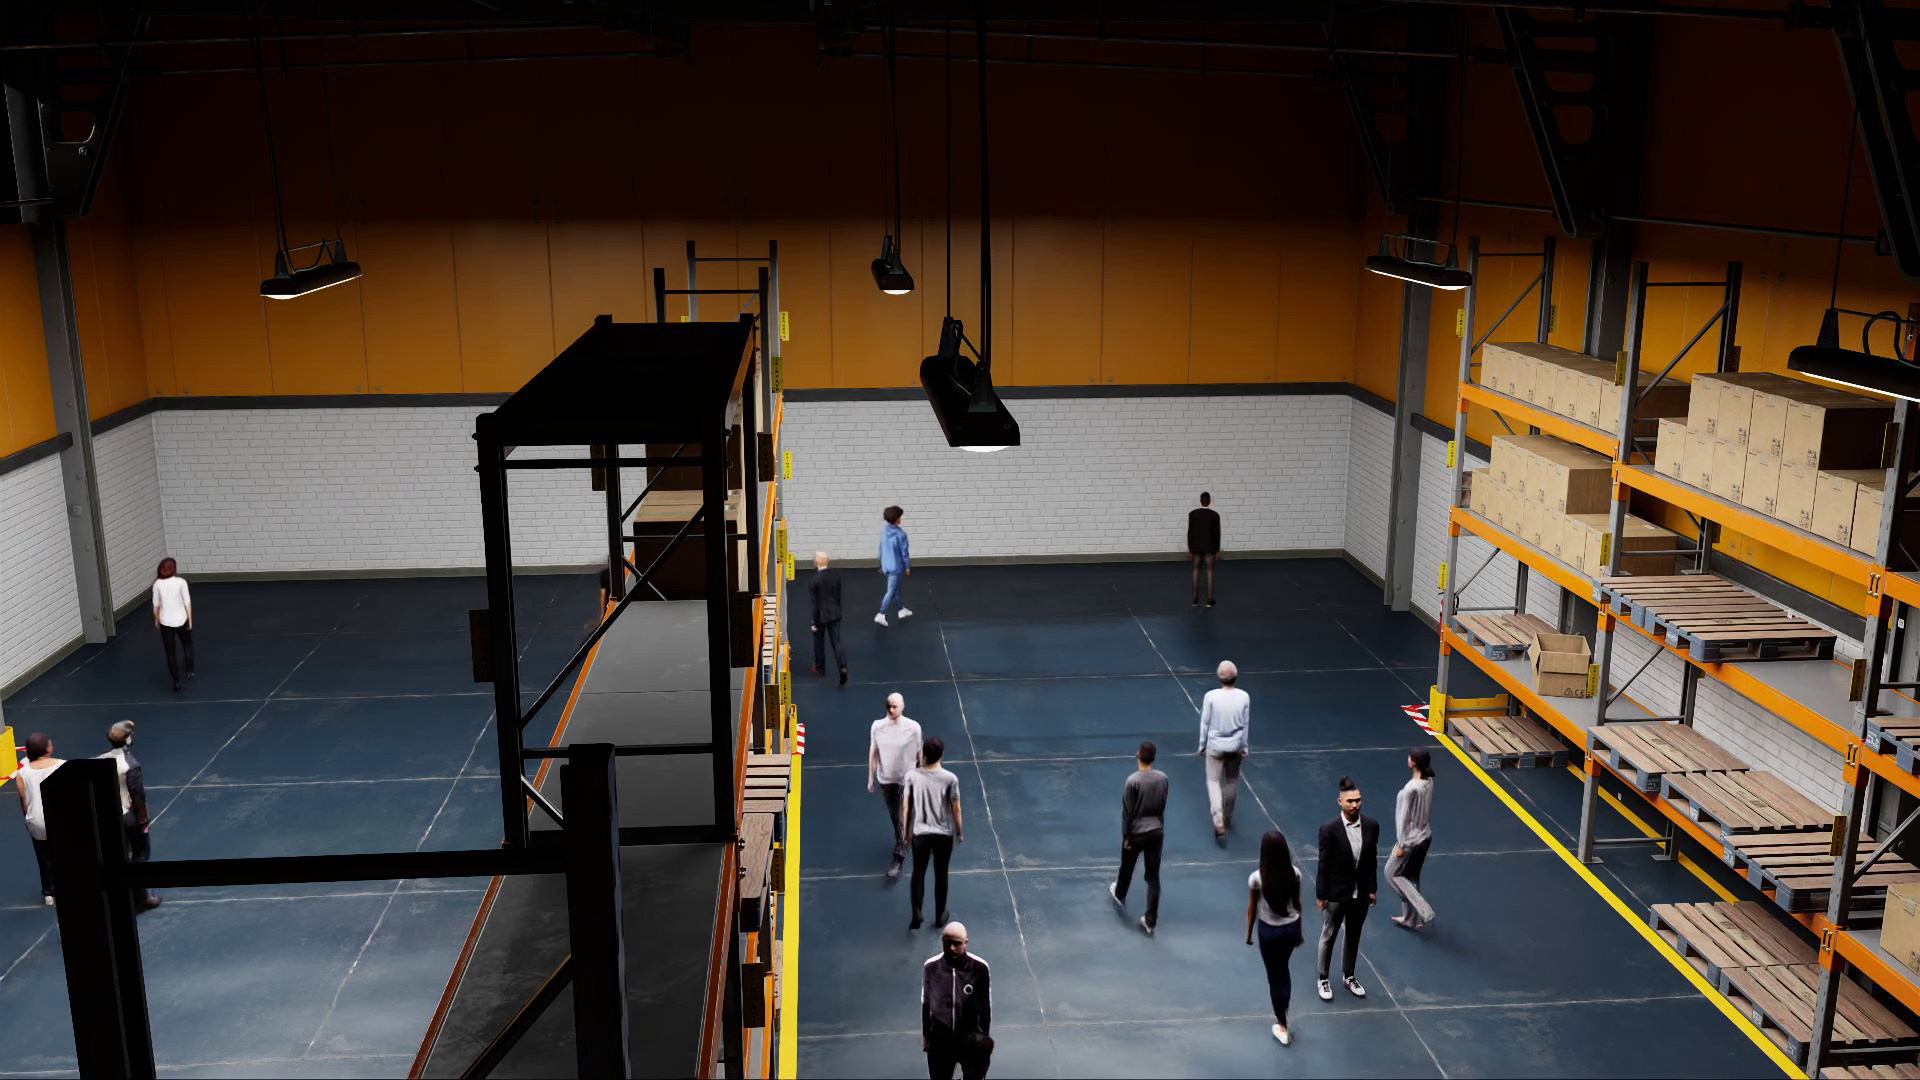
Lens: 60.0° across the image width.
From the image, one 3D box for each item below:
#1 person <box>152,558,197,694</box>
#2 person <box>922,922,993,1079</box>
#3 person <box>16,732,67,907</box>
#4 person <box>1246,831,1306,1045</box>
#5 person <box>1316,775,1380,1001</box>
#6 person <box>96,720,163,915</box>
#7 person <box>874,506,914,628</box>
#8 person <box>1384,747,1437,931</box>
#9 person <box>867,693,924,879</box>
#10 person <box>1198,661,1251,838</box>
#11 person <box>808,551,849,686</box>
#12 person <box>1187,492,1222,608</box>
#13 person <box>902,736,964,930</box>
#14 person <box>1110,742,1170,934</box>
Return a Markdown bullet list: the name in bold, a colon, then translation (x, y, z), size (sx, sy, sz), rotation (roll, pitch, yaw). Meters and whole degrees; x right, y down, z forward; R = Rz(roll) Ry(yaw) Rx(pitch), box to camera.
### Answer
- **person**: translation (-10.292, 1.140, 21.751), size (0.754, 1.776, 0.872), rotation (-6, 15, -23)
- **person**: translation (-0.015, 3.529, 11.759), size (0.695, 1.835, 0.641), rotation (2, 14, 6)
- **person**: translation (-8.619, 2.630, 15.791), size (0.712, 1.685, 0.692), rotation (-5, 14, -19)
- **person**: translation (2.564, 3.204, 13.264), size (0.662, 1.758, 0.696), rotation (-2, 14, -9)
- **person**: translation (3.261, 2.915, 14.051), size (0.736, 1.950, 0.617), rotation (-3, 14, -12)
- **person**: translation (-7.822, 2.615, 15.448), size (0.895, 1.876, 0.972), rotation (6, 15, 23)
- **person**: translation (-1.041, 0.409, 24.756), size (1.172, 1.782, 1.216), rotation (12, 18, 41)
- **person**: translation (4.188, 2.755, 15.117), size (0.860, 1.759, 0.796), rotation (13, 19, 43)
- **person**: translation (-0.600, 2.380, 16.614), size (0.978, 1.783, 1.303), rotation (4, 14, 17)
- **person**: translation (2.741, 2.190, 17.211), size (0.729, 1.872, 1.079), rotation (0, 14, -1)
- **person**: translation (-1.736, 1.052, 22.130), size (0.983, 1.769, 1.270), rotation (-6, 15, -25)
- **person**: translation (3.786, 0.138, 25.837), size (0.731, 1.800, 0.678), rotation (4, 14, 16)
- **person**: translation (-0.268, 2.705, 15.124), size (0.831, 1.852, 0.974), rotation (3, 14, 11)
- **person**: translation (1.731, 2.748, 15.231), size (0.759, 1.719, 1.125), rotation (-4, 14, -15)
